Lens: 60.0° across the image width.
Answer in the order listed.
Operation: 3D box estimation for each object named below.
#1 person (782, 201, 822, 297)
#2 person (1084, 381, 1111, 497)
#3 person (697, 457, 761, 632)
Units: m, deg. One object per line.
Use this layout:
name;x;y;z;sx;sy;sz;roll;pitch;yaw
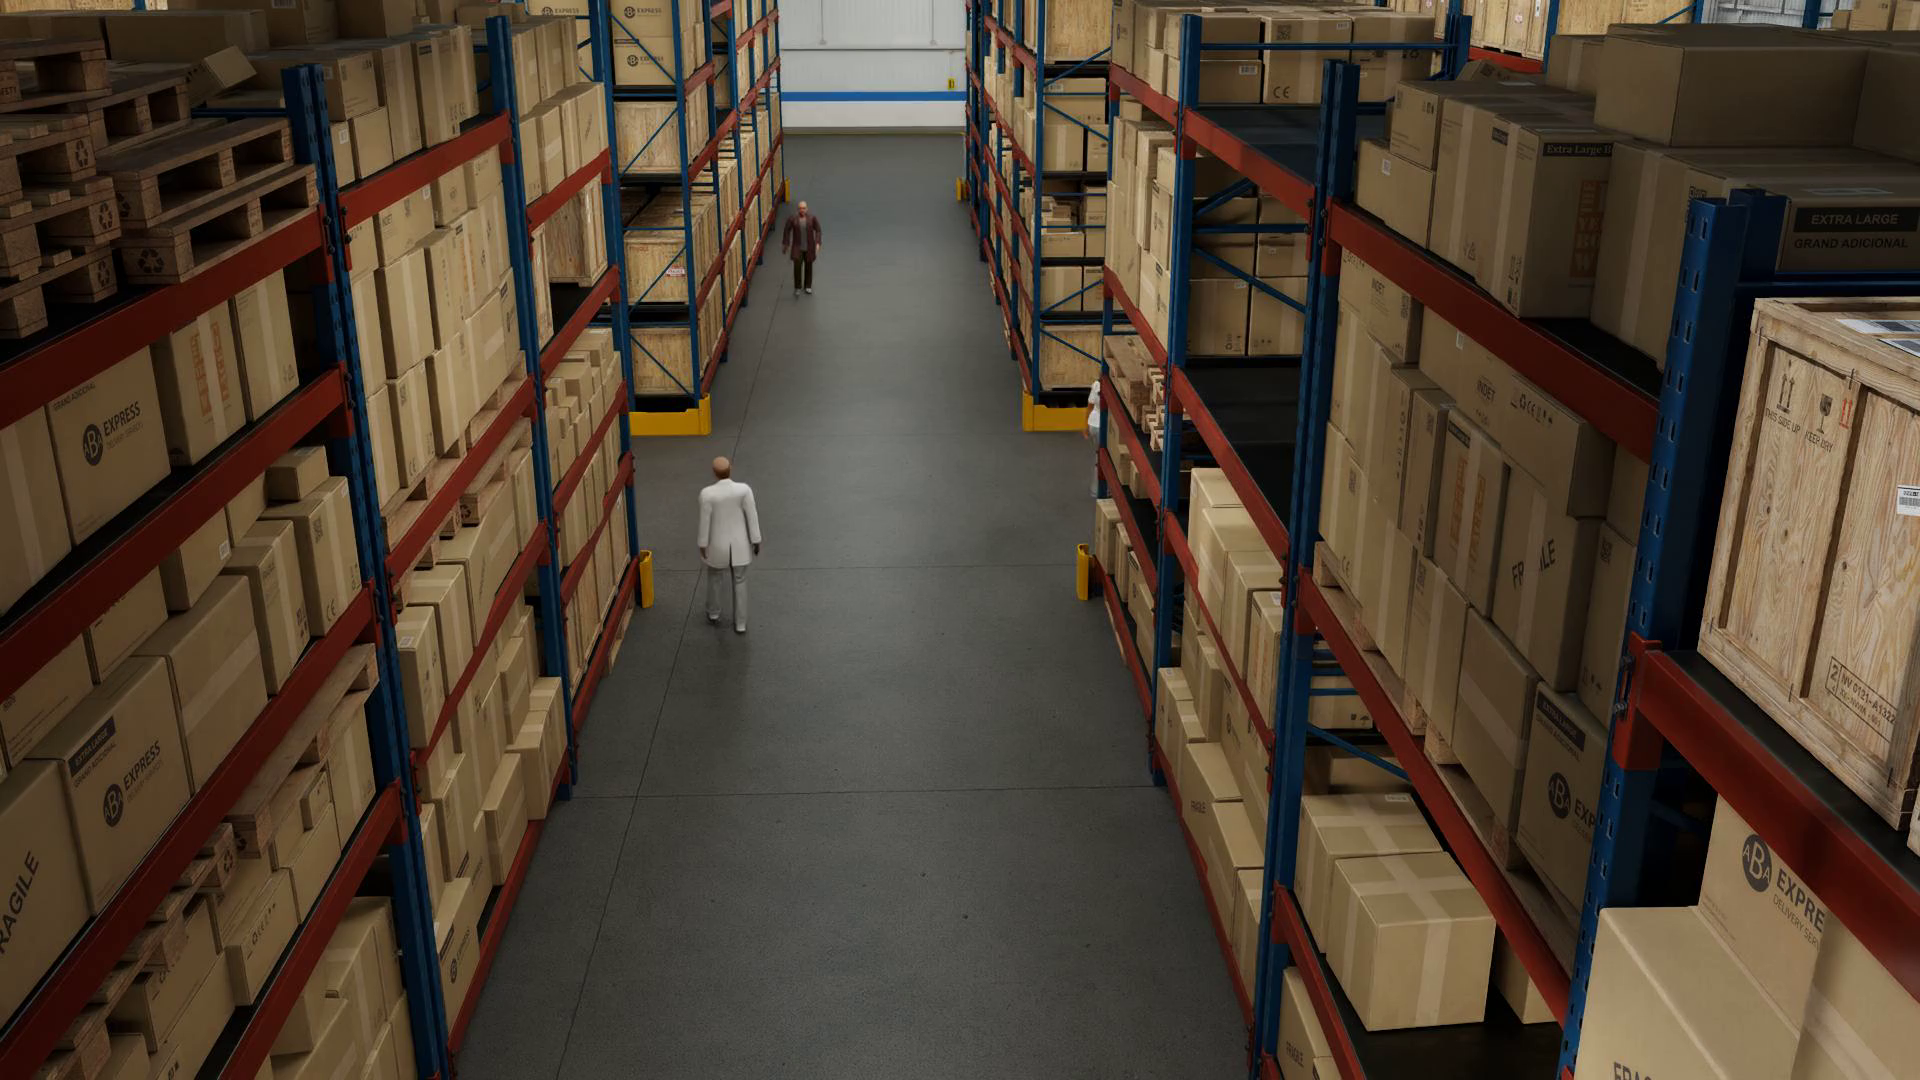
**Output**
person;-2.955;-5.467;31.159;0.743;1.762;0.602;-3;21;-8
person;1.863;-1.387;20.341;0.810;1.641;0.499;-19;28;-41
person;-2.308;-0.023;16.513;0.630;1.775;0.749;-5;21;-12
